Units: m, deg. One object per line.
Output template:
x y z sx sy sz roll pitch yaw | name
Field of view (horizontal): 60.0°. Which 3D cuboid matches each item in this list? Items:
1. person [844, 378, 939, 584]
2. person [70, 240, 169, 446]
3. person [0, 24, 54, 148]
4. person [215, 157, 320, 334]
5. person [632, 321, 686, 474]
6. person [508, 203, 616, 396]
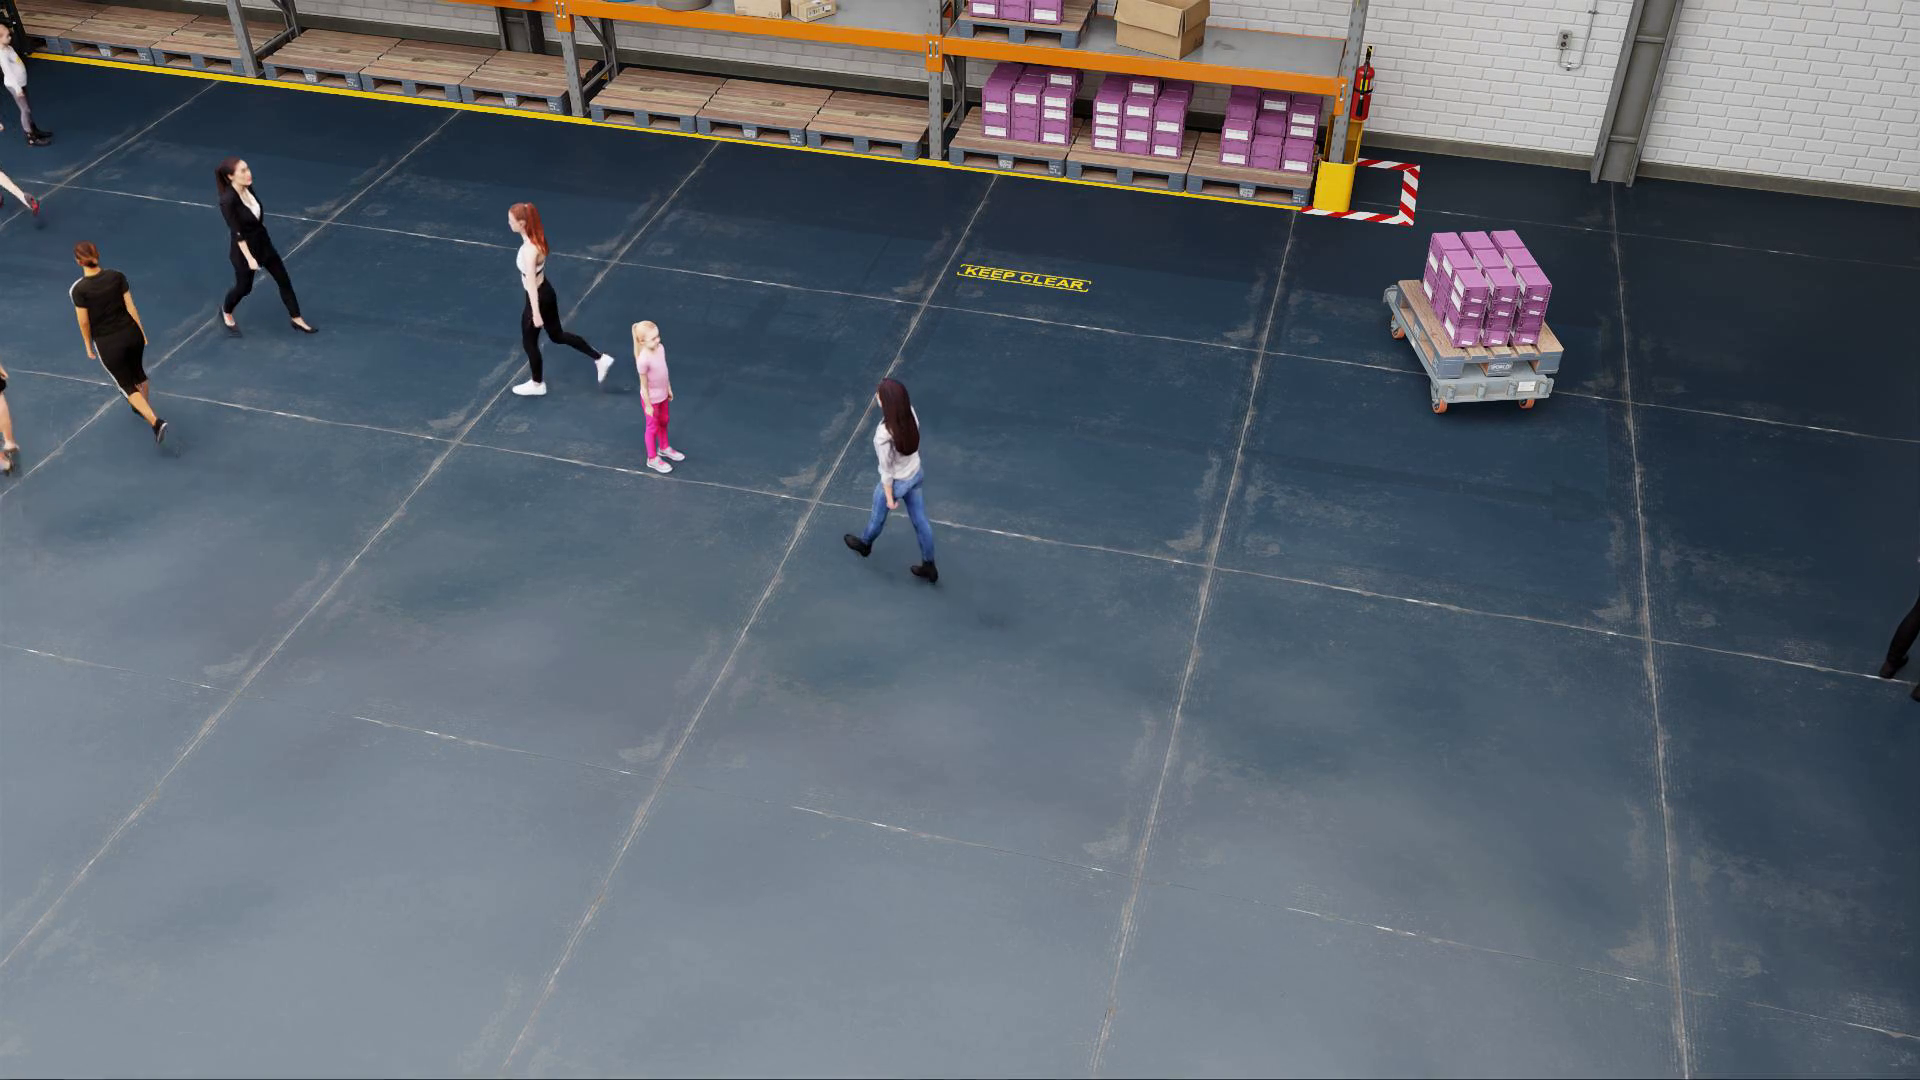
-0.331 -0.367 11.386 1.089 1.588 0.845 24 45 27 | person
-6.421 -1.502 12.760 1.115 1.648 0.892 28 47 31 | person
-9.664 -4.661 17.012 0.631 1.276 0.585 -13 40 -16 | person
-5.996 -2.403 13.907 1.057 1.623 0.607 9 39 11 | person
-2.312 -1.107 12.566 0.518 1.272 0.499 15 41 18 | person
-3.231 -1.877 13.172 1.155 1.720 0.838 -2 39 -2 | person
